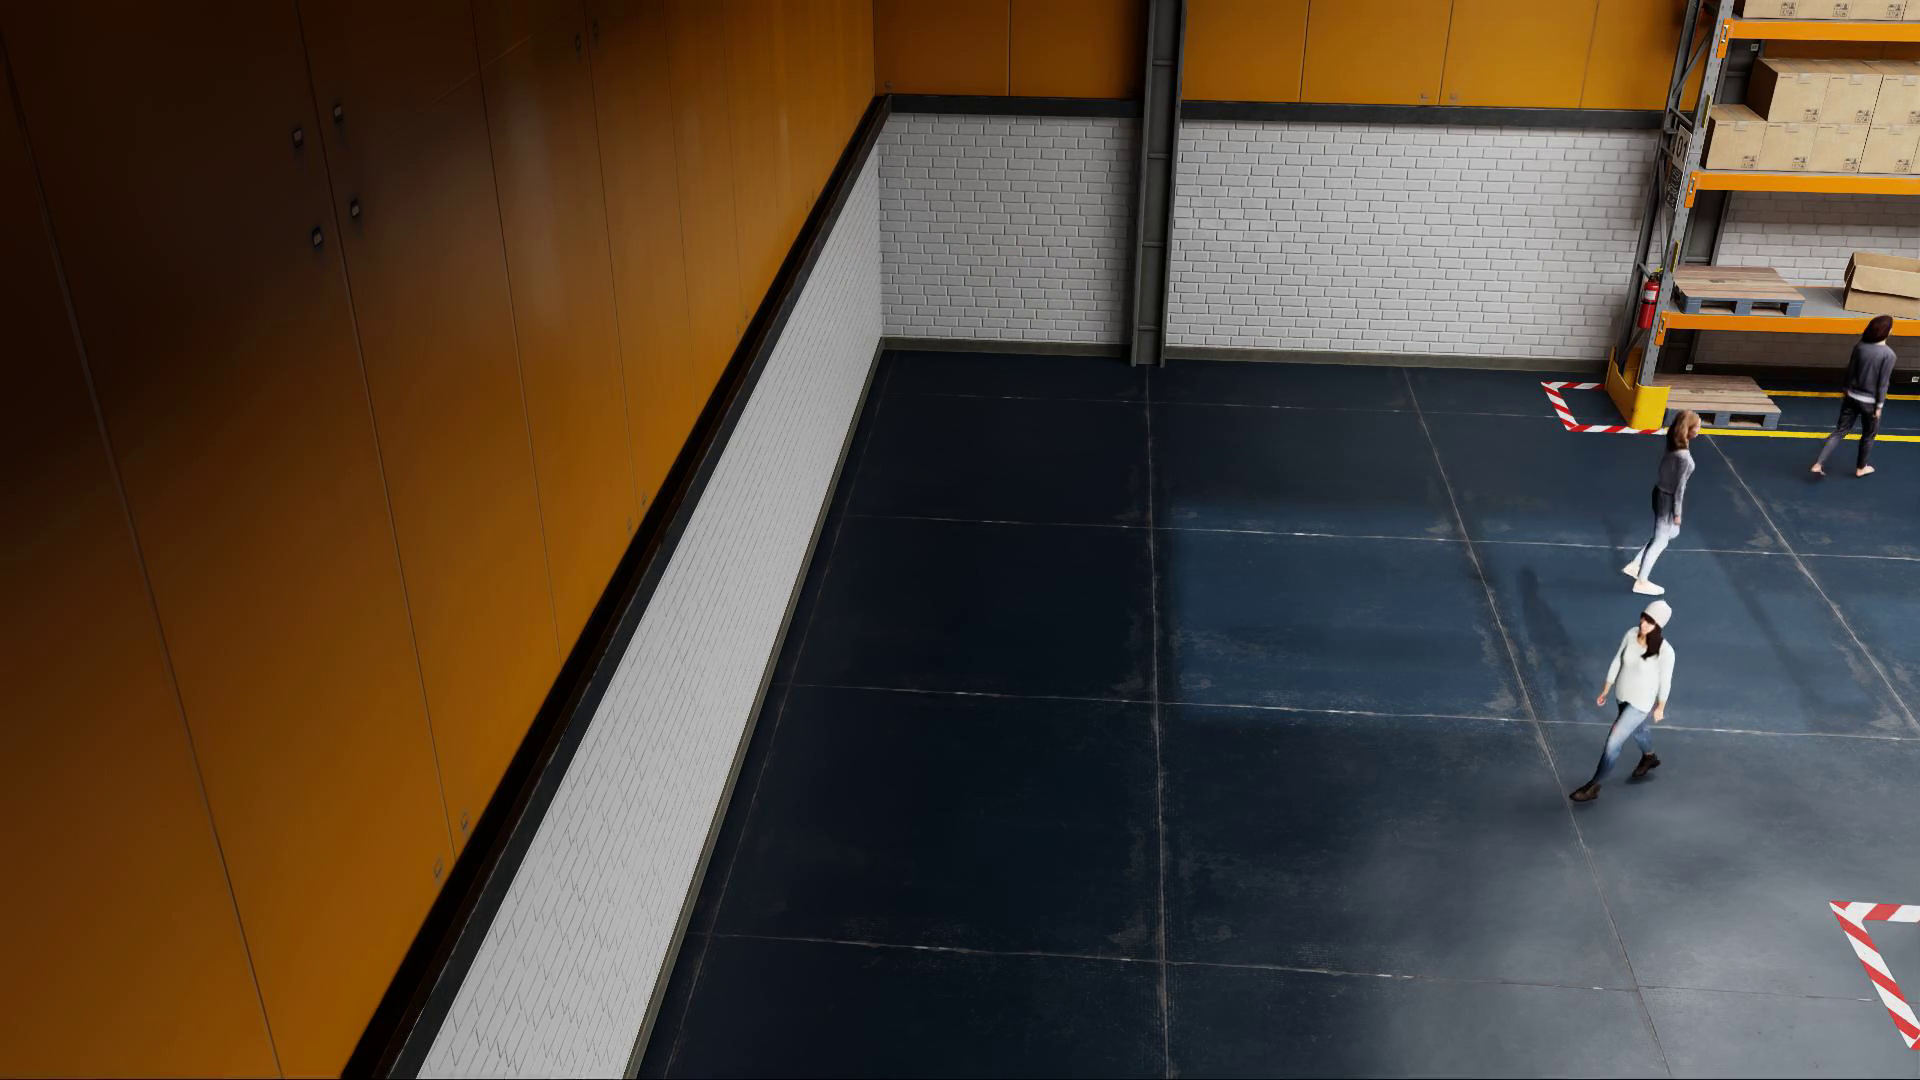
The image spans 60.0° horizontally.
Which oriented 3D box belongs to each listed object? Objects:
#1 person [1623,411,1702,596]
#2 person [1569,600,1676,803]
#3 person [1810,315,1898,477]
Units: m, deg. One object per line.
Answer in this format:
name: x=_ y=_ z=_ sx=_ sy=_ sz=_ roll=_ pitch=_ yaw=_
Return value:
person: x=6.094 y=-0.322 z=14.568 sx=0.652 sy=1.785 sz=0.617 roll=4 pitch=29 yaw=7
person: x=4.951 y=1.136 z=12.082 sx=1.187 sy=1.606 sz=0.954 roll=-13 pitch=31 yaw=-23
person: x=8.936 y=-1.382 z=16.556 sx=1.113 sy=1.741 sz=0.980 roll=-16 pitch=33 yaw=-27
